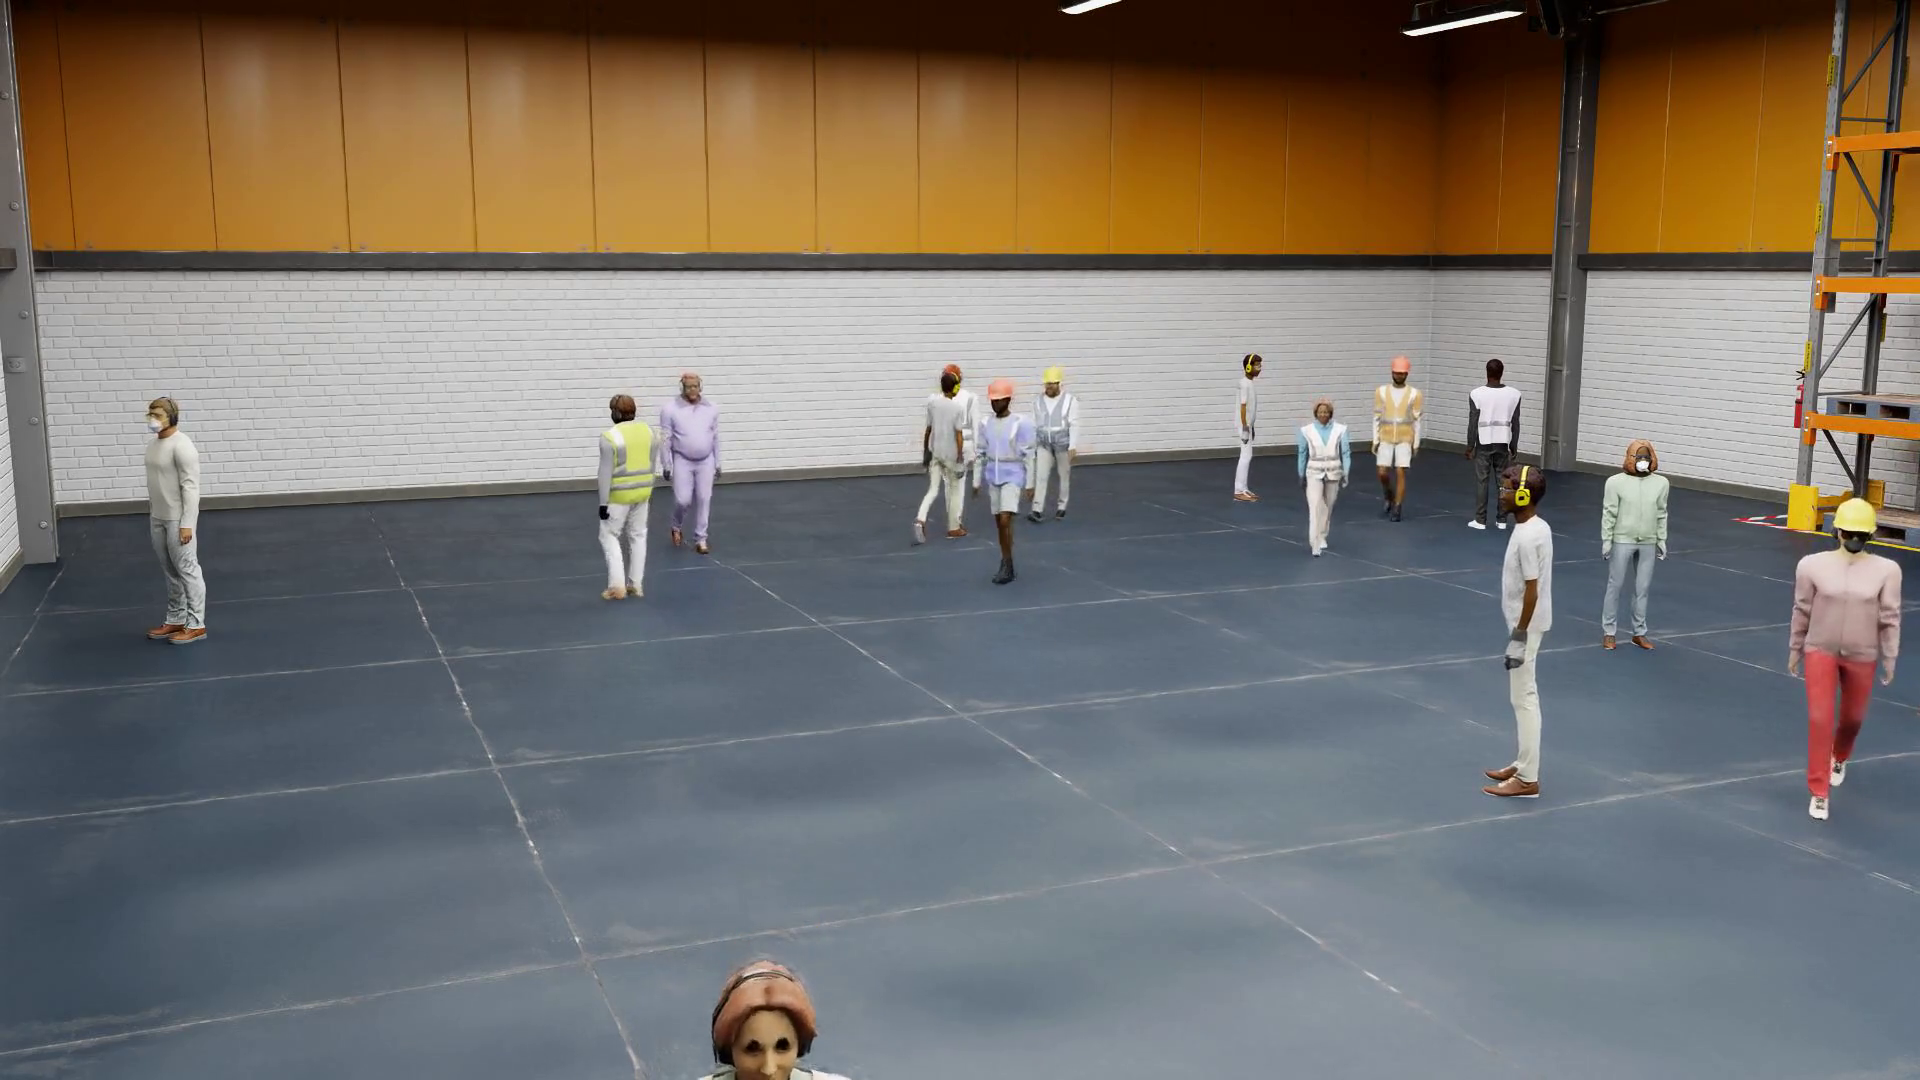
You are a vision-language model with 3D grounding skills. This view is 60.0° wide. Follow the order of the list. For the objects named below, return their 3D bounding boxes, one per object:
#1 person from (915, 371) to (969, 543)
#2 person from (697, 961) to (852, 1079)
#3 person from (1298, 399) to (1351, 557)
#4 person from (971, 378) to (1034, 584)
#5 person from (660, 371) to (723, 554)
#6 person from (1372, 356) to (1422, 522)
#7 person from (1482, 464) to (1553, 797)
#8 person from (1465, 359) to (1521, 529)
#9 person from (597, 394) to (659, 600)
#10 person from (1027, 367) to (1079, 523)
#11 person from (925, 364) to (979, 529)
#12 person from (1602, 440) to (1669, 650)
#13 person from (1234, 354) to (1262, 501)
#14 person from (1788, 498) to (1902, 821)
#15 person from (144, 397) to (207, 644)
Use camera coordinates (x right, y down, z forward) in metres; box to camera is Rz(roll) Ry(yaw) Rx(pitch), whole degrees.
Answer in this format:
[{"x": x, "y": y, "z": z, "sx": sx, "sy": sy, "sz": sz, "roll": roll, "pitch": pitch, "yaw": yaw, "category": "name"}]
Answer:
[{"x": -0.197, "y": -0.889, "z": 17.849, "sx": 0.564, "sy": 1.840, "sz": 0.858, "roll": 6, "pitch": 11, "yaw": 33, "category": "person"}, {"x": -0.394, "y": 1.601, "z": 3.466, "sx": 0.525, "sy": 1.613, "sz": 0.770, "roll": -1, "pitch": 9, "yaw": -8, "category": "person"}, {"x": 3.754, "y": -0.659, "z": 17.191, "sx": 0.513, "sy": 1.599, "sz": 0.845, "roll": 1, "pitch": 9, "yaw": 4, "category": "person"}, {"x": 0.353, "y": -0.539, "z": 15.475, "sx": 0.580, "sy": 1.915, "sz": 0.680, "roll": 6, "pitch": 11, "yaw": 31, "category": "person"}, {"x": -2.765, "y": -0.802, "z": 17.176, "sx": 0.644, "sy": 1.892, "sz": 0.470, "roll": -4, "pitch": 10, "yaw": -25, "category": "person"}, {"x": 5.059, "y": -1.173, "z": 19.274, "sx": 0.559, "sy": 1.927, "sz": 0.448, "roll": 4, "pitch": 10, "yaw": 21, "category": "person"}, {"x": 3.125, "y": 0.508, "z": 9.283, "sx": 0.329, "sy": 1.871, "sz": 0.513, "roll": 4, "pitch": 10, "yaw": 23, "category": "person"}, {"x": 5.998, "y": -1.073, "z": 18.721, "sx": 0.596, "sy": 1.915, "sz": 0.374, "roll": -1, "pitch": 9, "yaw": -3, "category": "person"}, {"x": -2.958, "y": -0.380, "z": 14.758, "sx": 0.436, "sy": 1.841, "sz": 0.645, "roll": 8, "pitch": 13, "yaw": 42, "category": "person"}, {"x": 1.061, "y": -1.087, "z": 19.167, "sx": 0.599, "sy": 1.782, "sz": 0.914, "roll": 3, "pitch": 10, "yaw": 19, "category": "person"}, {"x": -0.110, "y": -1.056, "z": 18.771, "sx": 0.615, "sy": 1.859, "sz": 0.744, "roll": -2, "pitch": 10, "yaw": -14, "category": "person"}, {"x": 5.205, "y": 0.038, "z": 12.840, "sx": 0.508, "sy": 1.632, "sz": 0.271, "roll": 0, "pitch": 9, "yaw": 0, "category": "person"}, {"x": 3.641, "y": -1.414, "z": 20.986, "sx": 0.346, "sy": 1.855, "sz": 0.532, "roll": 3, "pitch": 10, "yaw": 17, "category": "person"}, {"x": 4.841, "y": 0.605, "z": 9.133, "sx": 0.524, "sy": 1.731, "sz": 0.816, "roll": 4, "pitch": 10, "yaw": 22, "category": "person"}, {"x": -6.204, "y": -0.157, "z": 13.100, "sx": 0.629, "sy": 1.940, "sz": 0.372, "roll": 7, "pitch": 12, "yaw": 38, "category": "person"}]
